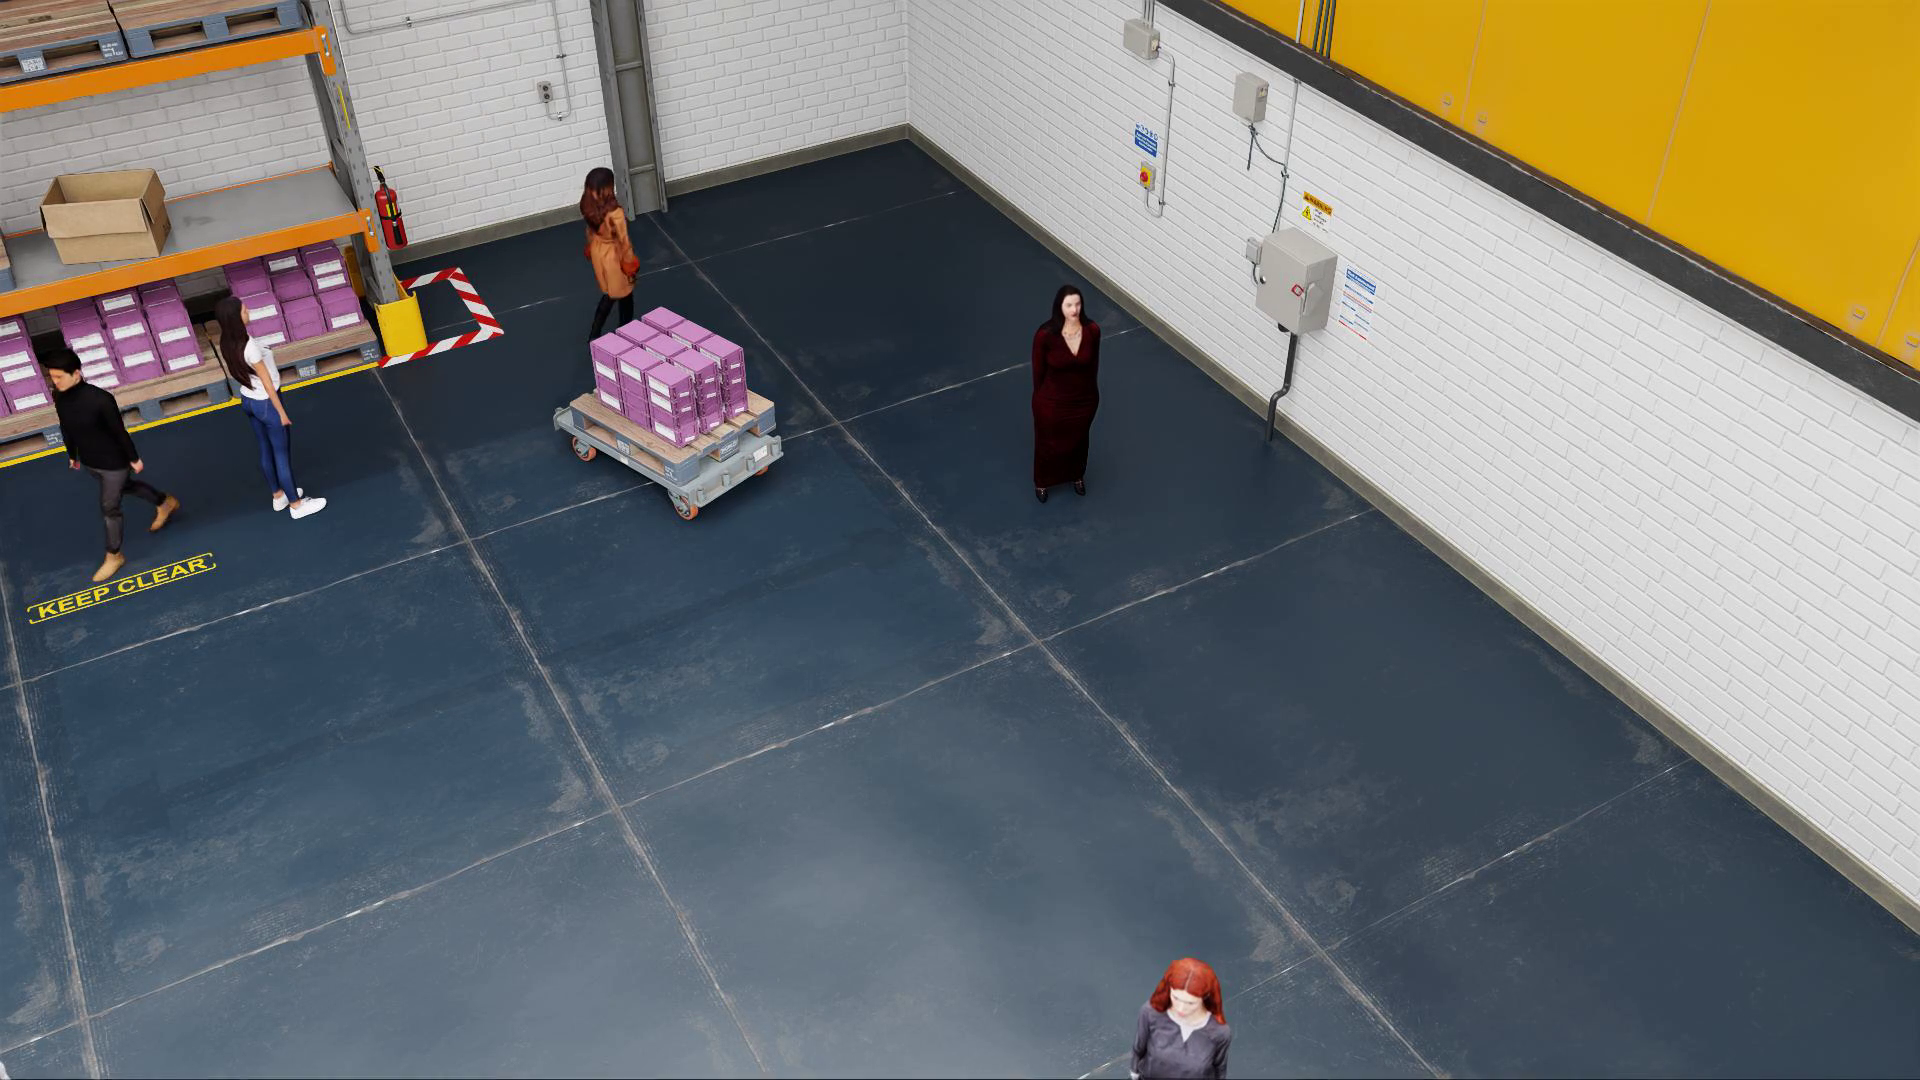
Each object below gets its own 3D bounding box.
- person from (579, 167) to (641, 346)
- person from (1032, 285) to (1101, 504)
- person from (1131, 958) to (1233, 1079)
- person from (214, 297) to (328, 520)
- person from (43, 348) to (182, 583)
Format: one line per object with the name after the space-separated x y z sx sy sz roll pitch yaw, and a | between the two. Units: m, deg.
-2.878 -2.197 13.463 0.886 1.709 0.970 24 45 27 | person
0.750 -1.053 11.991 0.613 1.759 0.774 -10 40 -13 | person
0.975 2.486 7.543 0.649 1.779 0.694 12 40 15 | person
-4.963 -0.936 11.832 0.654 1.774 0.628 28 46 31 | person
-5.870 -0.627 11.509 1.074 1.695 1.214 16 41 20 | person
